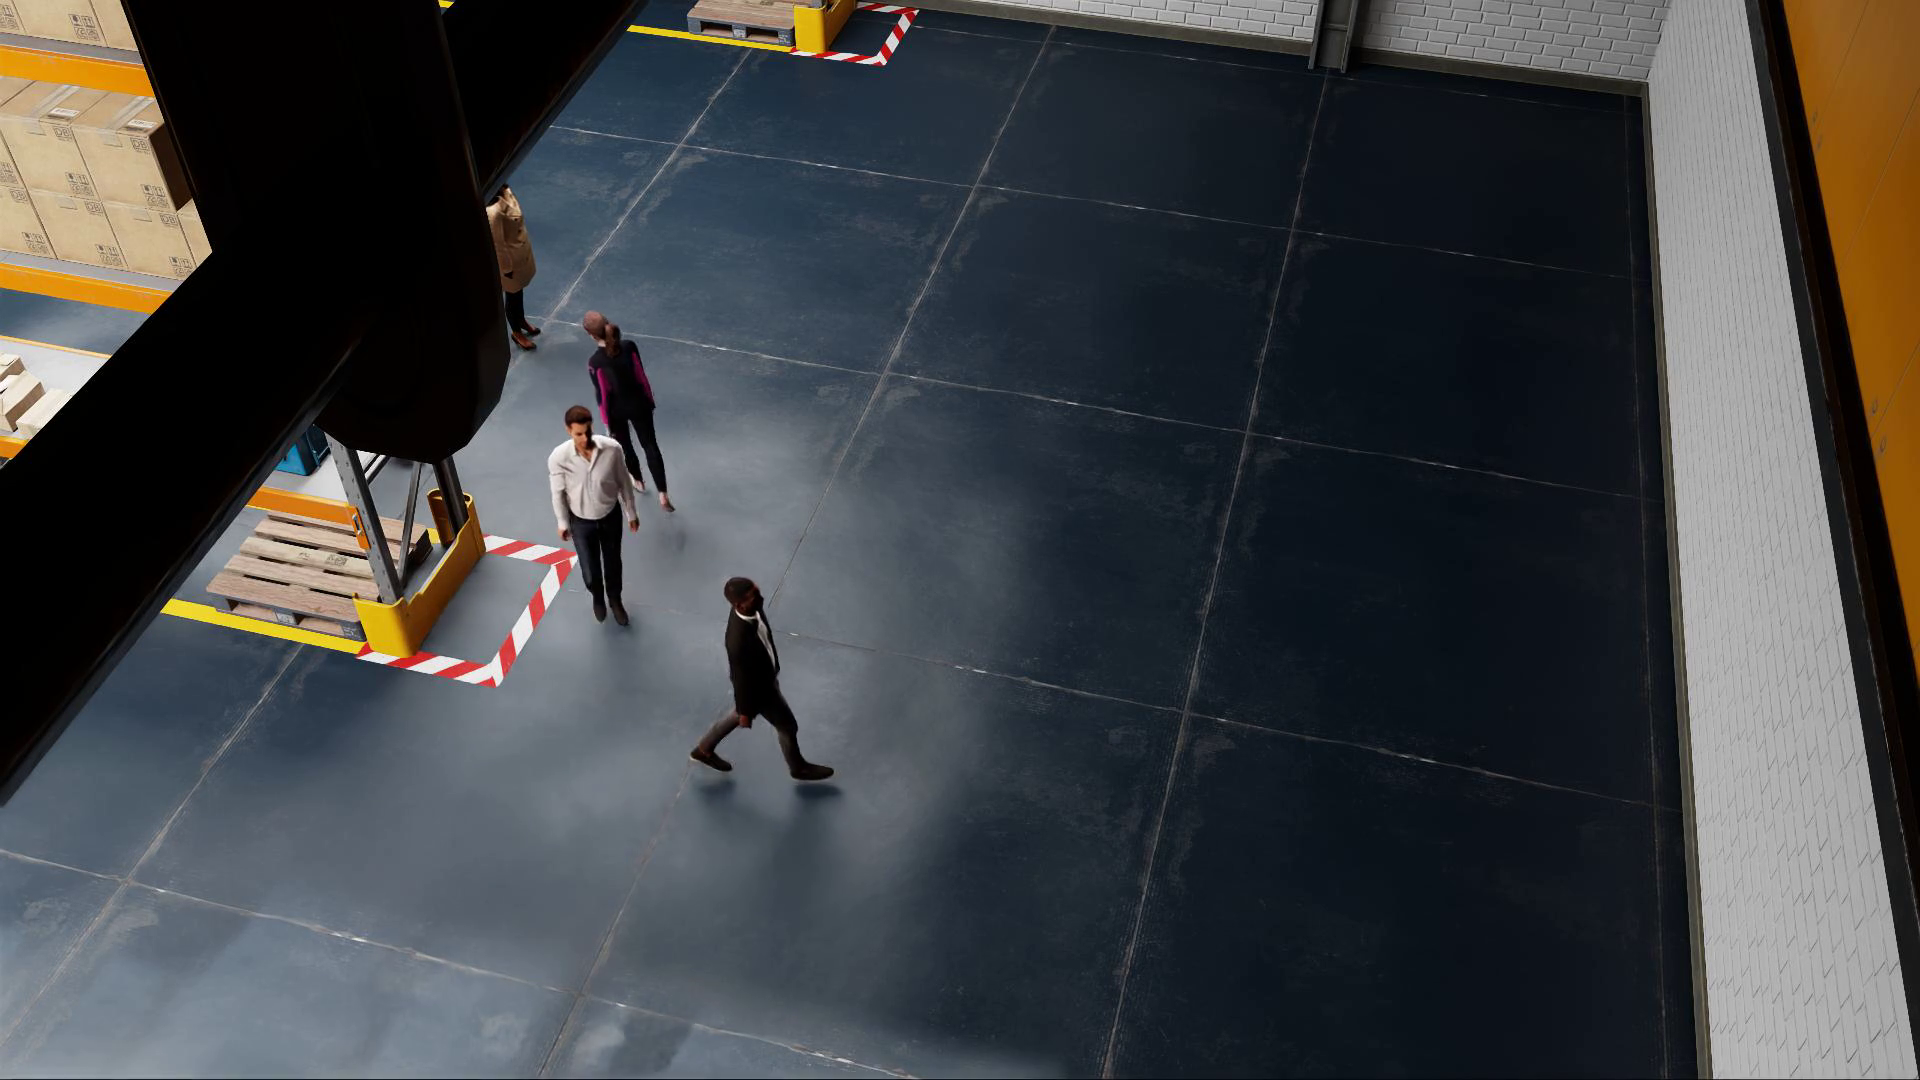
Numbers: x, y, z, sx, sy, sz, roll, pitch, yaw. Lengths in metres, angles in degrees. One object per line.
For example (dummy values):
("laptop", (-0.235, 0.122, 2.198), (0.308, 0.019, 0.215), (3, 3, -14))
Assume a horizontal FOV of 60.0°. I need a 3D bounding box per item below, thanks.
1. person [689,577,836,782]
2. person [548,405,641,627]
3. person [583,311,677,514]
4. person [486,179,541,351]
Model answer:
("person", (-1.320, 0.877, 10.077), (1.230, 1.762, 0.885), (-1, 44, -1))
("person", (-2.467, -0.203, 11.138), (0.790, 1.862, 0.862), (-19, 47, -19))
("person", (-2.368, -0.885, 11.956), (0.990, 1.722, 1.065), (-23, 48, -22))
("person", (-3.653, -2.317, 13.489), (0.611, 1.681, 0.697), (1, 44, 1))
